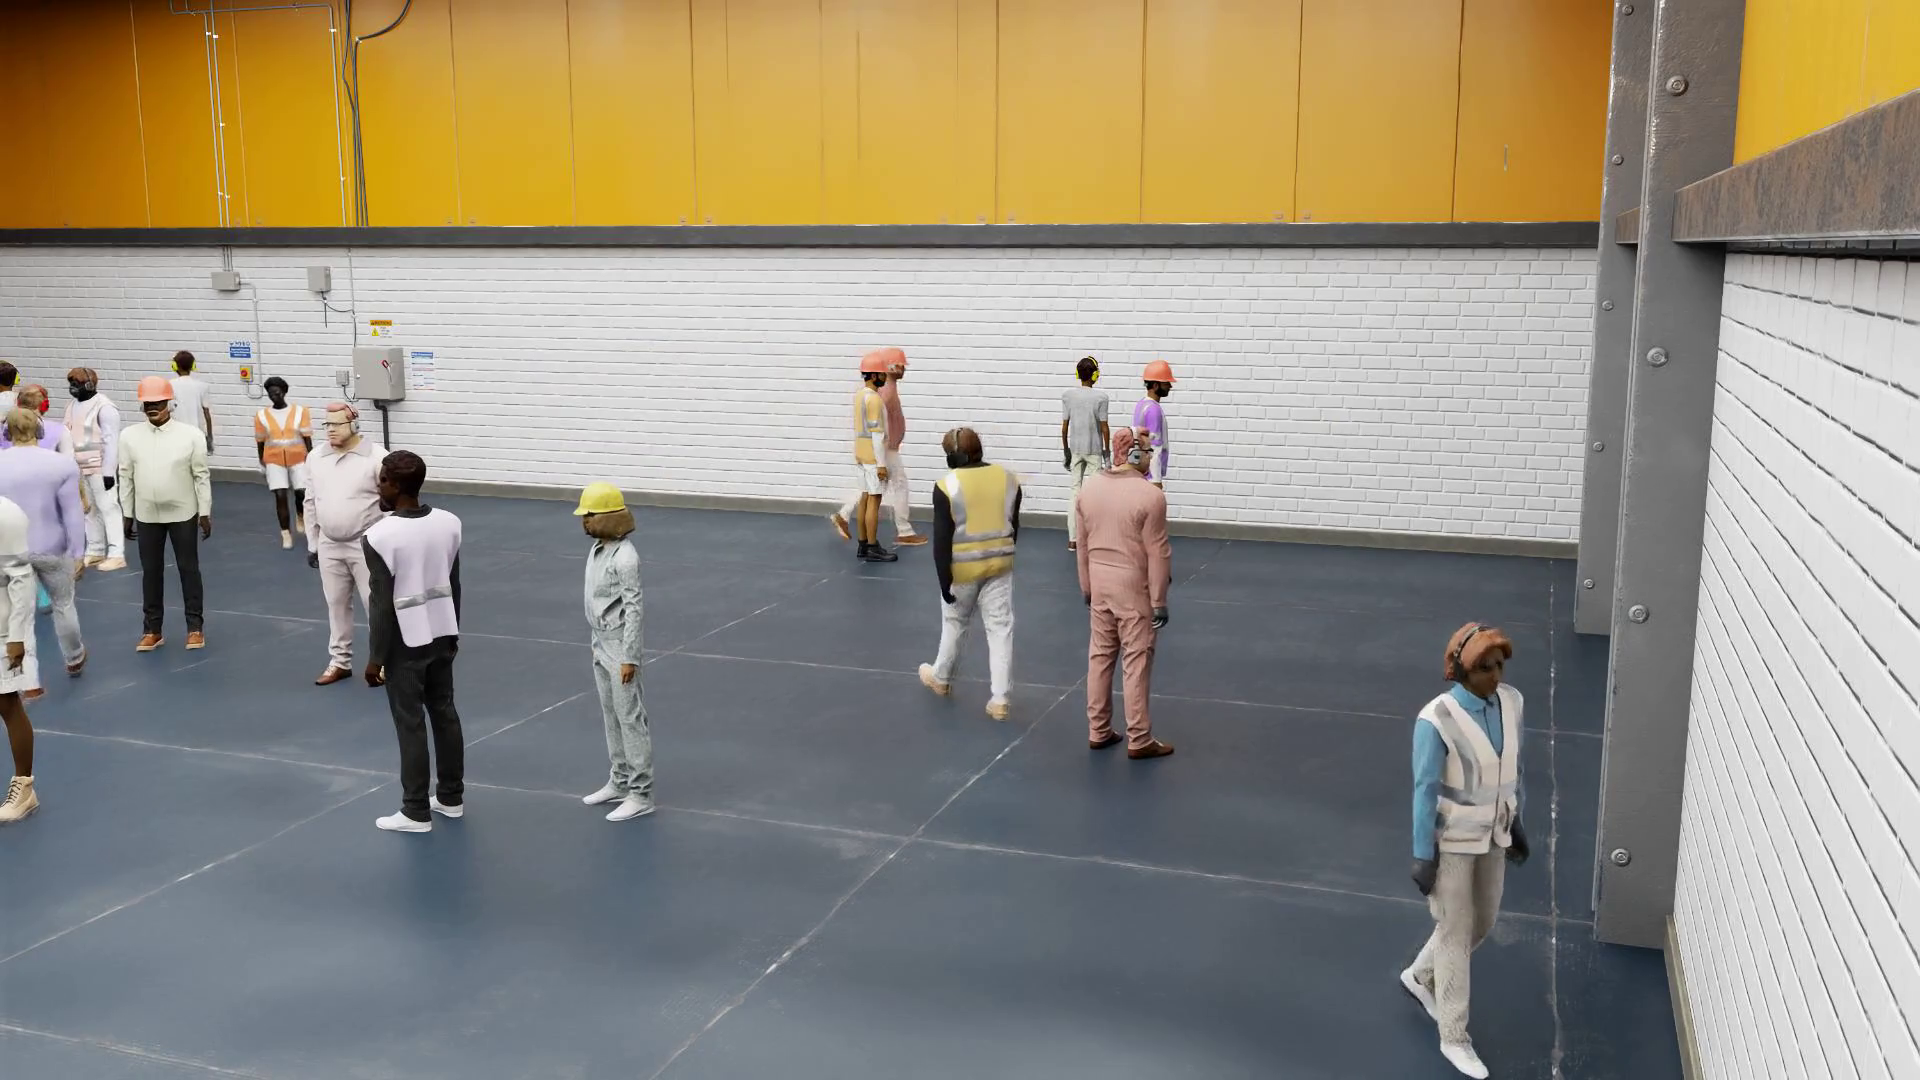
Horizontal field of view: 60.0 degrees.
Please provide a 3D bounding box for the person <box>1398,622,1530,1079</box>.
[{"bbox_3d":[1.767,1.067,6.004,0.550,1.622,0.608,-7,12,-33],"label":"person"}]

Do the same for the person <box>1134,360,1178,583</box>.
[{"bbox_3d":[1.686,-0.592,14.448,0.373,1.934,0.552,-1,10,-5],"label":"person"}]

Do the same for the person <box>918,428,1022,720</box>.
[{"bbox_3d":[0.072,0.185,10.473,0.649,1.792,0.913,-4,11,-22],"label":"person"}]

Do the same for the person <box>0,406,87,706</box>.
[{"bbox_3d":[-6.044,0.073,10.865,0.638,1.885,1.005,-4,11,-21],"label":"person"}]

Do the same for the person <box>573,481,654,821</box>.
[{"bbox_3d":[-1.783,0.562,8.500,0.325,1.740,0.492,-6,12,-32],"label":"person"}]

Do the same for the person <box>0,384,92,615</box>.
[{"bbox_3d":[-7.309,-0.342,13.363,0.580,1.823,0.723,0,10,0],"label":"person"}]

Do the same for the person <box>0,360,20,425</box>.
[{"bbox_3d":[-8.725,-0.714,15.328,0.309,1.868,0.534,9,13,41],"label":"person"}]

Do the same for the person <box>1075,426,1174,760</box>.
[{"bbox_3d":[0.962,0.296,9.544,0.400,1.905,0.643,-9,13,-41],"label":"person"}]

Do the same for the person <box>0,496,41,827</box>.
[{"bbox_3d":[-4.963,0.439,8.372,0.605,2.033,0.396,3,11,17],"label":"person"}]

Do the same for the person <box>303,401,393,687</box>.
[{"bbox_3d":[-4.044,0.031,11.025,0.652,1.906,0.403,1,10,8],"label":"person"}]

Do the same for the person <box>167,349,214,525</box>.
[{"bbox_3d":[-8.131,-1.089,17.543,0.519,1.834,0.883,-10,14,-43],"label":"person"}]

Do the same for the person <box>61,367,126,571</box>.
[{"bbox_3d":[-7.835,-0.643,15.009,0.626,1.843,0.429,5,11,27],"label":"person"}]

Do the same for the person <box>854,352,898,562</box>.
[{"bbox_3d":[-0.795,-0.765,15.418,0.356,1.938,0.545,-4,11,-20],"label":"person"}]

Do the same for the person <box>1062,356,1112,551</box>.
[{"bbox_3d":[1.220,-0.816,15.894,0.508,1.872,0.328,5,11,26],"label":"person"}]

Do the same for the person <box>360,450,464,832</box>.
[{"bbox_3d":[-2.719,0.504,8.320,0.392,1.922,0.592,5,11,26],"label":"person"}]

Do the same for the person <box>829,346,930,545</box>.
[{"bbox_3d":[-0.801,-0.912,16.215,0.921,1.961,0.620,-1,10,-3],"label":"person"}]

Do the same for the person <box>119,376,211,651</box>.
[{"bbox_3d":[-5.736,-0.190,12.014,0.609,1.996,0.383,-2,10,-11],"label":"person"}]

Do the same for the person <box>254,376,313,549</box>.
[{"bbox_3d":[-6.546,-0.767,16.149,0.545,1.676,0.518,-4,11,-19],"label":"person"}]
